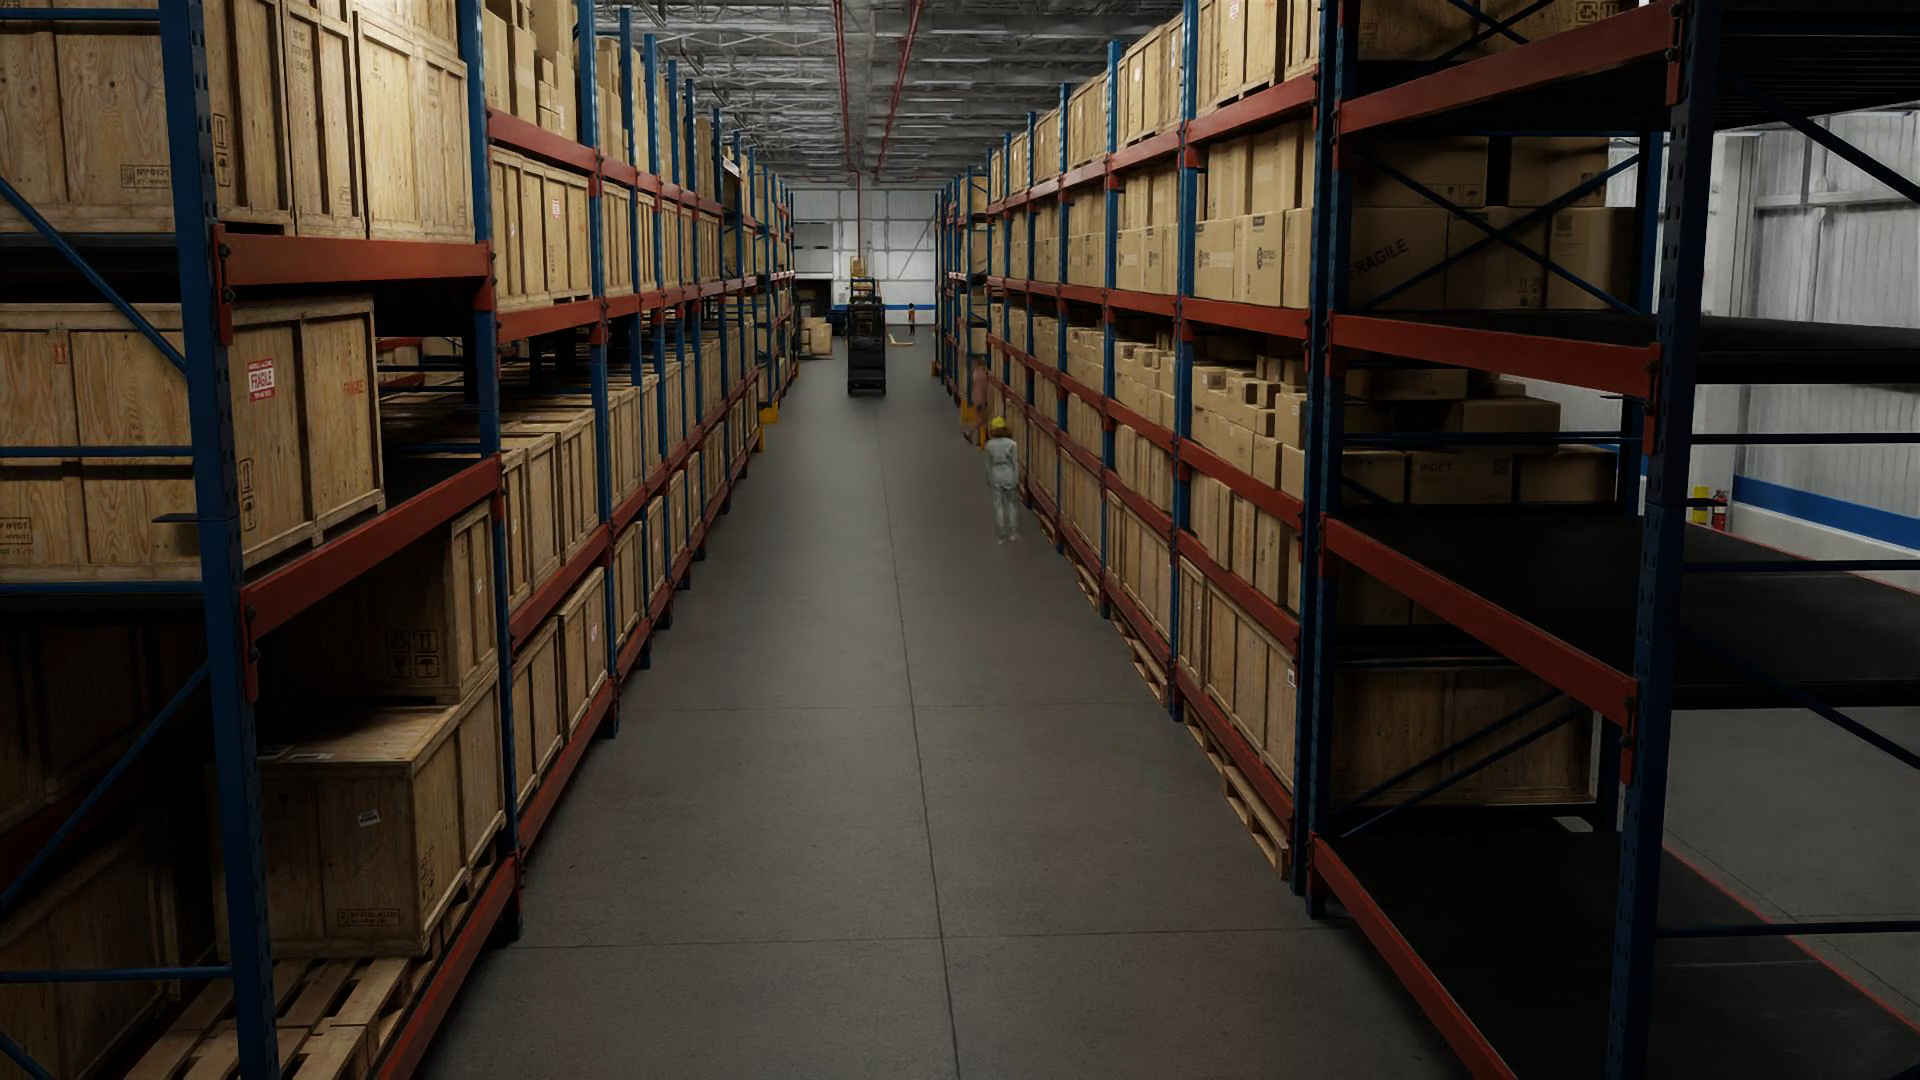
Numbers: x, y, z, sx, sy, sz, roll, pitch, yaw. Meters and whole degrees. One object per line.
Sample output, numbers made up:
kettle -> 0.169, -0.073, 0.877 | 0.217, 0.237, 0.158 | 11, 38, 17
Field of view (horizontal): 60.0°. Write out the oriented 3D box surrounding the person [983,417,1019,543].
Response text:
person -> 0.571, -0.830, 22.919 | 0.513, 1.702, 0.642 | 2, 10, 11

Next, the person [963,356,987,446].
person -> 0.392, -2.885, 34.645 | 0.529, 1.896, 0.647 | -1, 10, -6

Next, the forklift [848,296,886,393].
forklift -> -2.753, -5.761, 48.882 | 1.129, 2.768, 1.873 | -1, 10, -3

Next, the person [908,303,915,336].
person -> -2.516, -11.500, 86.725 | 0.320, 1.687, 0.538 | 5, 11, 26

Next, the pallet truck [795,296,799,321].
pallet truck -> -8.622, -12.439, 91.403 | 1.885, 1.965, 0.823 | 2, 10, 13
